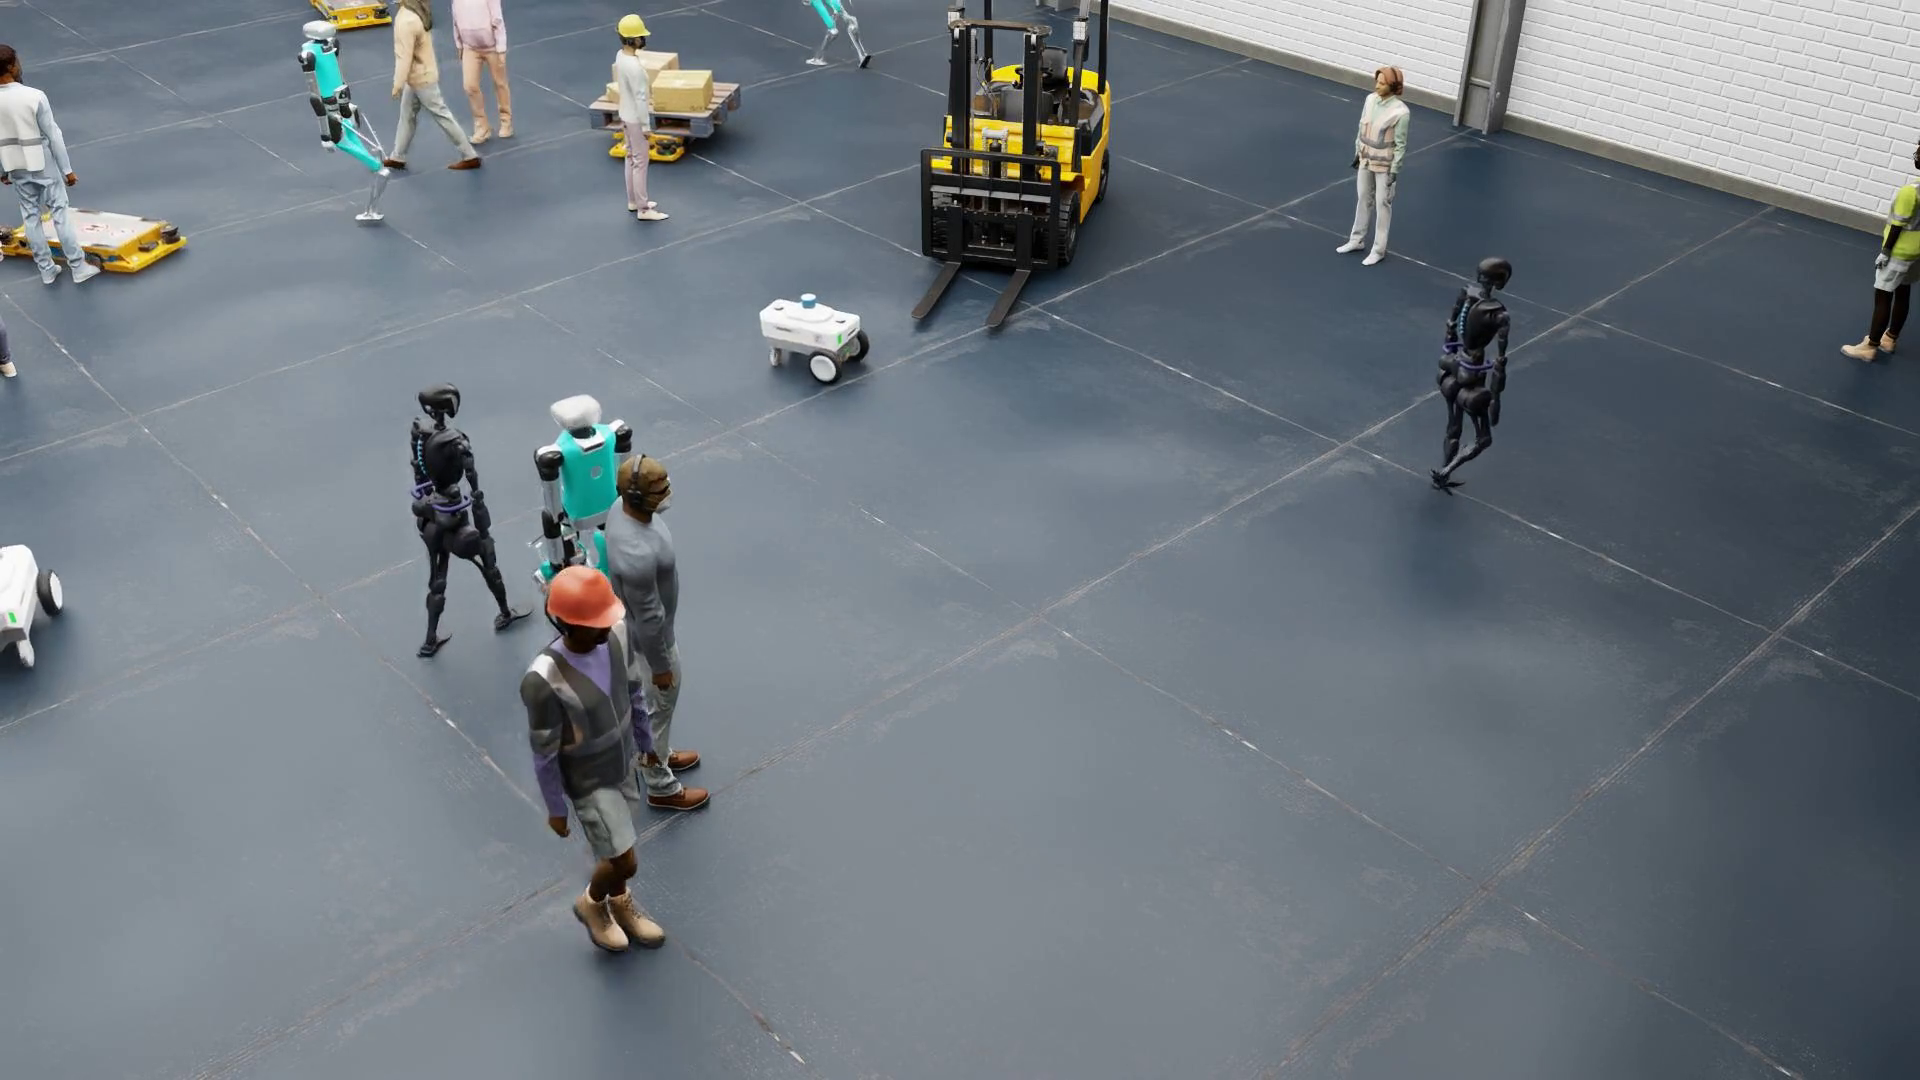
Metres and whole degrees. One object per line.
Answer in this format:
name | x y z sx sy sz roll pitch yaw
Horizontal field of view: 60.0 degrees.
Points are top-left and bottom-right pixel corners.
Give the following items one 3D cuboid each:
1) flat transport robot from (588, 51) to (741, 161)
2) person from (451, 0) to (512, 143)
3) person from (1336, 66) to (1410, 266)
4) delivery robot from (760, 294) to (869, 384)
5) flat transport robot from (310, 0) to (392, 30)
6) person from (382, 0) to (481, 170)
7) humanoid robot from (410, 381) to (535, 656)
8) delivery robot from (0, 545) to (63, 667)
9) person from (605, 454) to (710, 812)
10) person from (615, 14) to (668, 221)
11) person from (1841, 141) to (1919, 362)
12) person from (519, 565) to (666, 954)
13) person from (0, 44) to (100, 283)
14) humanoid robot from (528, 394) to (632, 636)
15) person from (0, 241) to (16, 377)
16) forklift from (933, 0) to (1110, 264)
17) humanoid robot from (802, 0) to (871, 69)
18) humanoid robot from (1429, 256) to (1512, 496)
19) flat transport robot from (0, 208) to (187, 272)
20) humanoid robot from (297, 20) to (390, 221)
flat transport robot | -2.884 -4.082 16.447 0.659 0.231 1.431 7 34 11
person | -4.625 -4.699 16.020 0.556 1.756 0.681 3 33 5
person | 3.423 -3.073 13.635 0.309 1.642 0.514 -17 37 -24
delivery robot | -1.064 -1.505 12.242 0.785 0.614 0.524 14 36 20
flat transport robot | -7.387 -6.464 20.109 0.659 0.231 1.431 -17 37 -25
person | -5.027 -4.270 15.316 0.997 1.829 0.554 -7 34 -10
humanoid robot | -2.772 -0.142 9.133 0.606 1.626 0.725 23 40 31
delivery robot | -5.423 0.352 9.387 0.499 0.613 0.807 -10 34 -15
person | -1.474 0.444 7.962 0.353 1.936 0.634 -8 34 -12
person | -2.783 -3.662 14.428 0.327 1.767 0.528 -14 36 -21
person | 6.885 -2.121 12.129 0.534 1.693 0.320 -20 38 -28
person | -1.498 0.968 7.069 0.437 2.032 0.630 15 36 21
person | -7.375 -2.960 13.215 0.596 1.913 0.371 -1 33 -1
humanoid robot | -2.087 -0.055 8.927 0.530 1.774 0.838 -26 41 -34
person | -7.113 -1.944 11.695 0.401 1.866 0.815 18 37 25
forklift | 0.570 -3.725 14.138 1.214 2.155 2.313 9 34 13
humanoid robot | -1.331 -5.973 18.037 0.933 1.797 0.551 15 36 22
humanoid robot | 3.157 -1.024 10.461 0.406 1.647 0.610 -12 35 -18
flat transport robot | -7.372 -2.545 14.085 1.431 0.231 0.659 10 34 15
humanoid robot | -5.138 -3.493 14.249 0.711 1.857 0.541 5 33 8
